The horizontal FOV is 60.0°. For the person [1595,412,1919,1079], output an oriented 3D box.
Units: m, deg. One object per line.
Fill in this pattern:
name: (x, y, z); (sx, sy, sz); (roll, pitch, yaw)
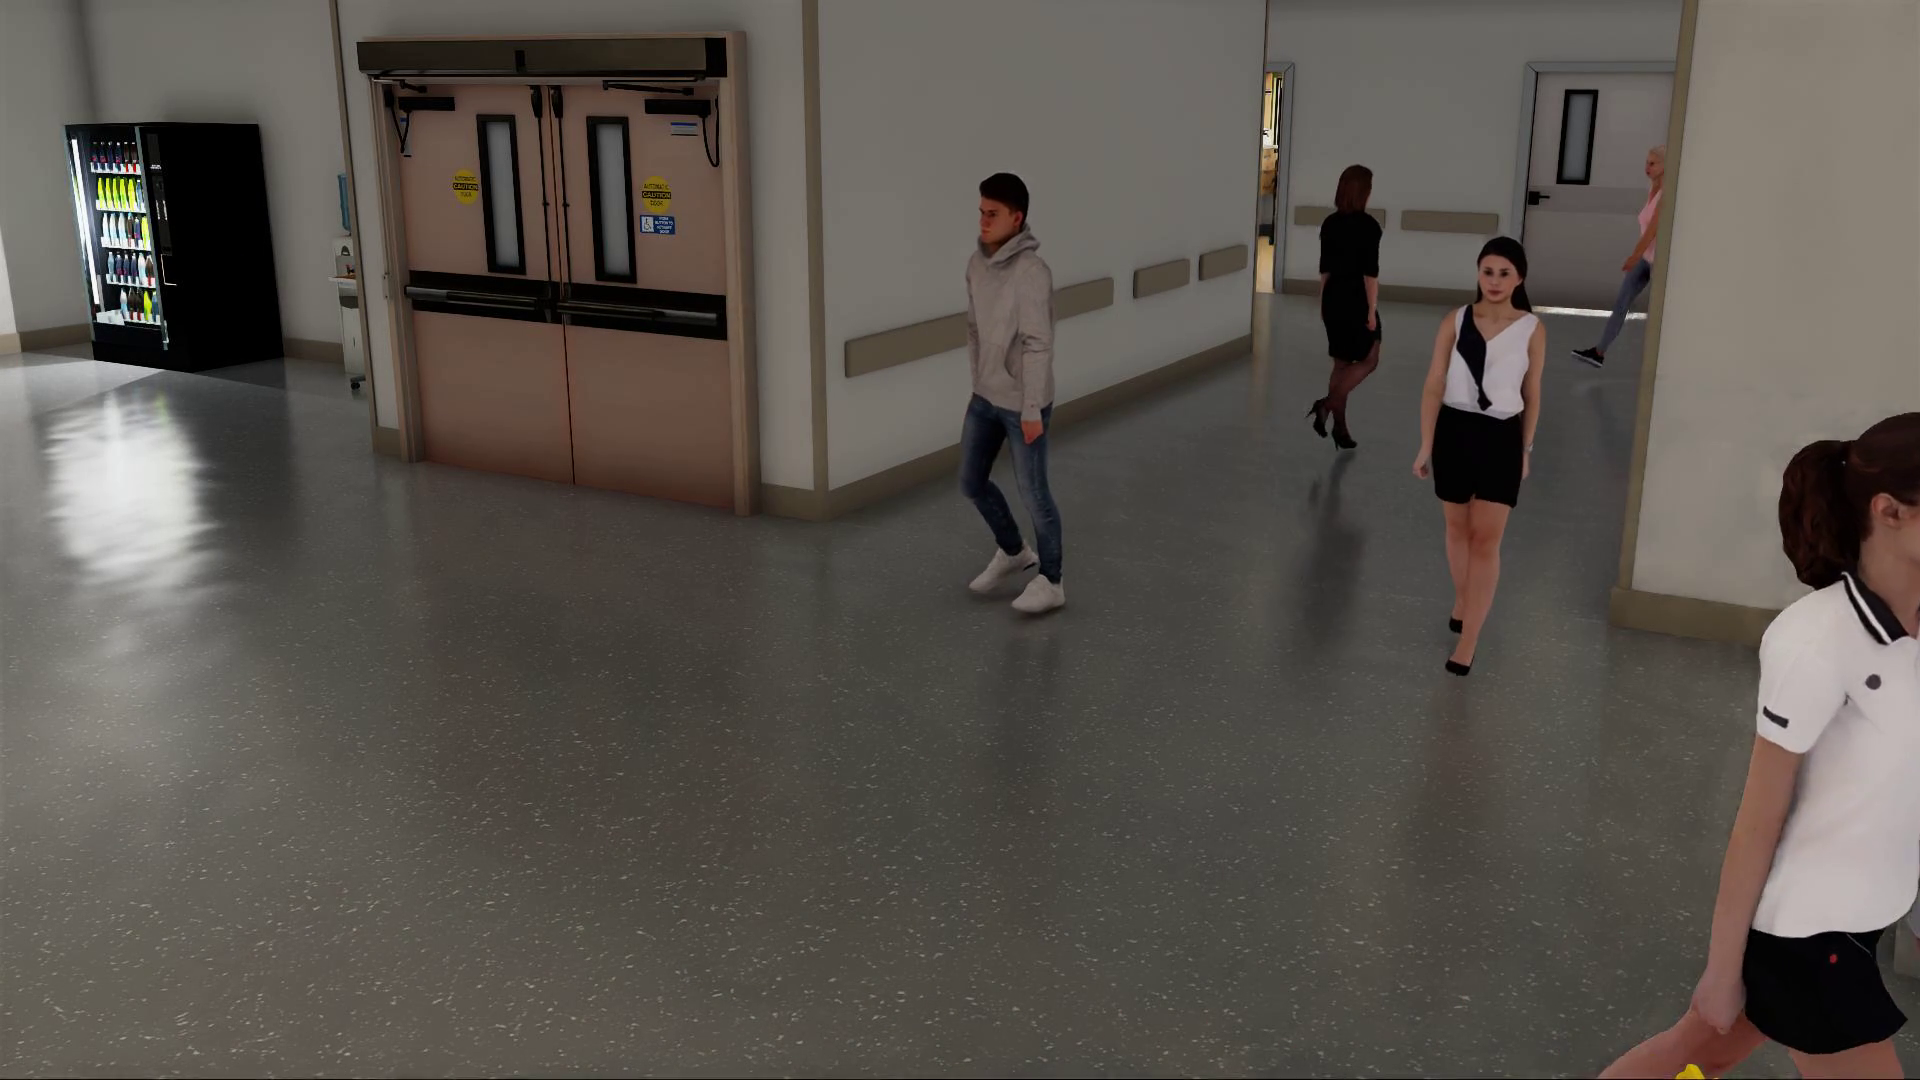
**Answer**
person: (1.318, 0.649, 2.777); (0.866, 1.693, 1.261); (-15, 21, -42)

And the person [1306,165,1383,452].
person: (2.239, -1.339, 9.832); (0.807, 1.692, 0.775); (-11, 19, -34)

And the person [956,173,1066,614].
person: (0.252, -0.582, 6.891); (0.882, 1.829, 0.789); (-11, 19, -34)

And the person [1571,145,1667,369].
person: (5.229, -2.029, 12.296); (1.119, 1.681, 0.904); (1, 16, 4)

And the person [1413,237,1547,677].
person: (1.981, -0.313, 6.370); (1.070, 1.594, 0.734); (6, 17, 22)
